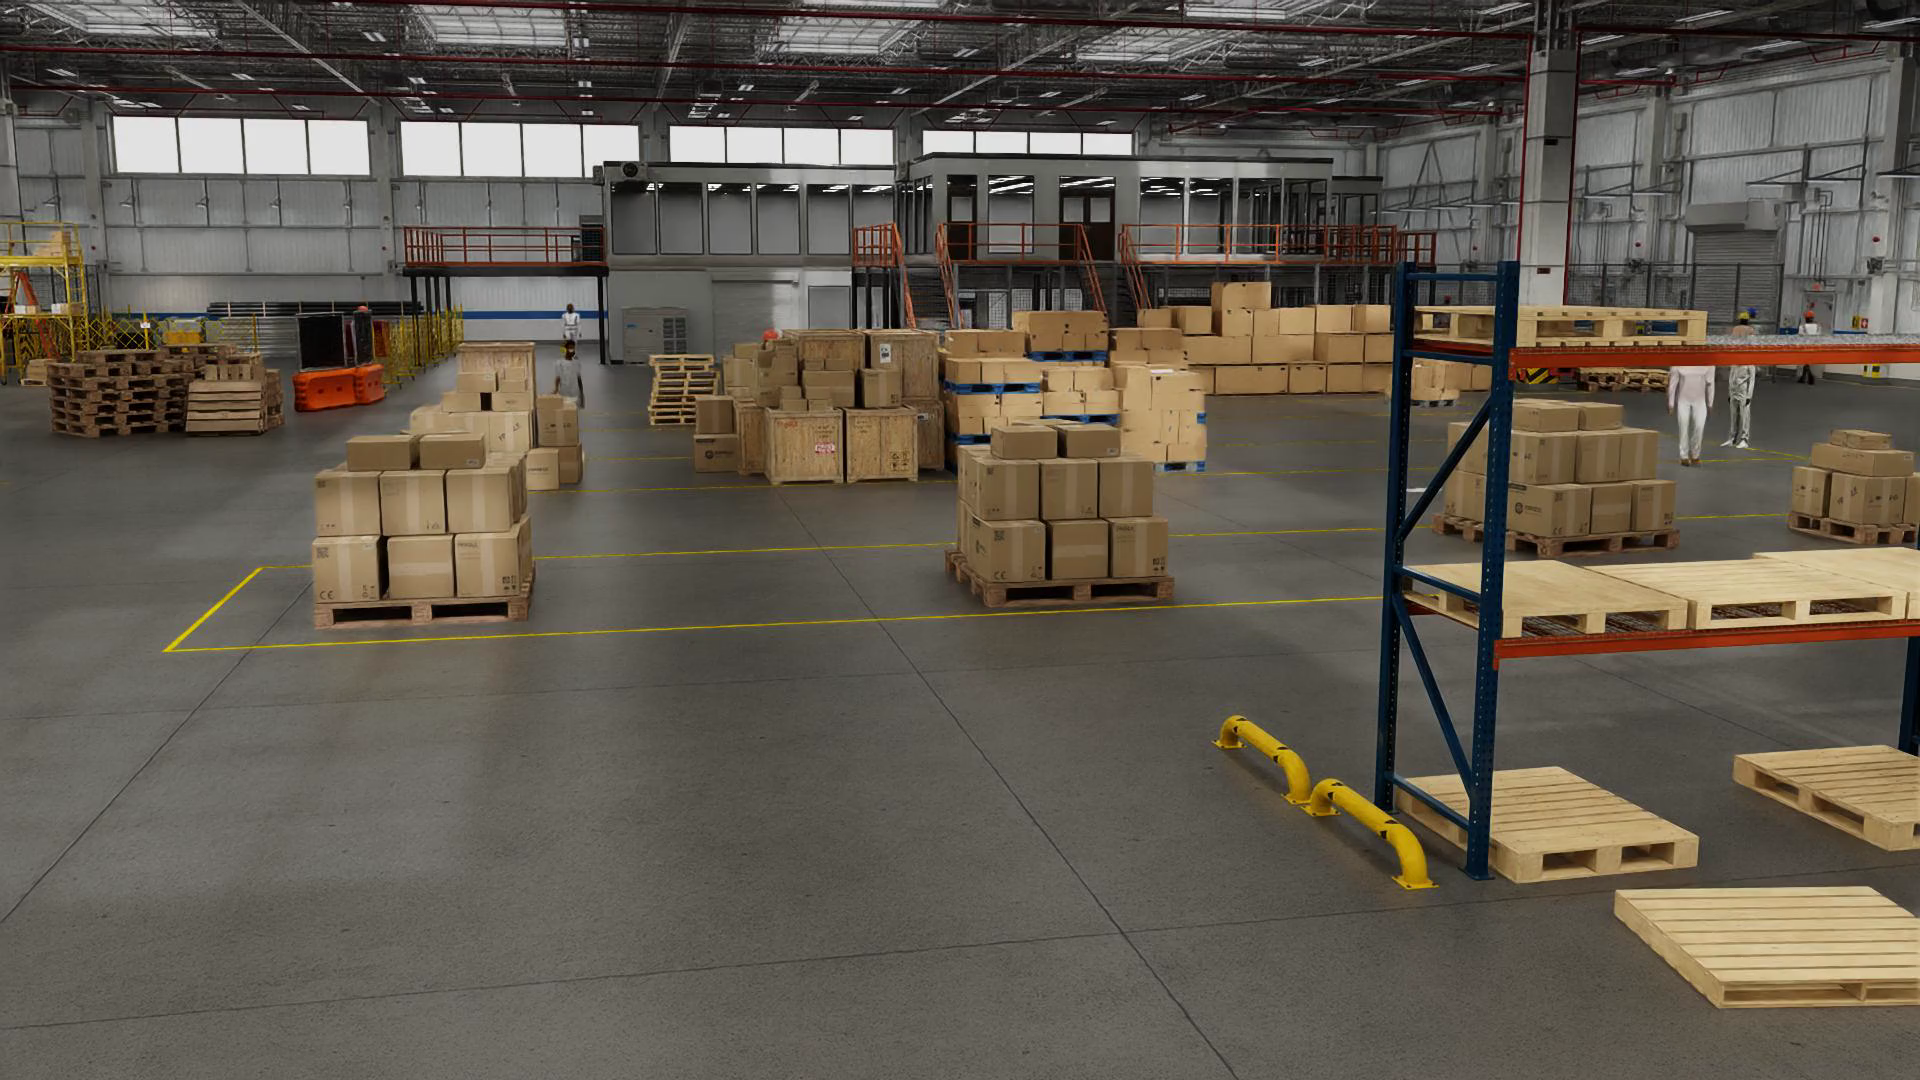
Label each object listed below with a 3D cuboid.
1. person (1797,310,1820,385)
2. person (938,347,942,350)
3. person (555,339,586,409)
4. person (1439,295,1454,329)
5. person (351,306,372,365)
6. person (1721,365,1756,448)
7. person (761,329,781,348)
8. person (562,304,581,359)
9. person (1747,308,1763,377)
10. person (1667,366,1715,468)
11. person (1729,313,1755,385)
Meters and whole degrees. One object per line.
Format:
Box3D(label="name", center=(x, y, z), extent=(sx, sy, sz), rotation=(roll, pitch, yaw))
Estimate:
Box3D(label="person", center=(21.828, -4.945, 42.757), extent=(0.550, 1.904, 0.901), rotation=(0, 9, 1))
Box3D(label="person", center=(-0.324, -2.293, 27.153), extent=(0.943, 1.707, 0.538), rotation=(-4, 10, -23))
Box3D(label="person", center=(-6.180, -2.266, 26.538), extent=(0.494, 1.857, 0.552), rotation=(6, 11, 32))
Box3D(label="person", center=(18.196, -8.149, 62.103), extent=(0.633, 1.959, 0.879), rotation=(-1, 9, -3))
Box3D(label="person", center=(-15.037, -4.886, 41.983), extent=(0.608, 2.034, 0.397), rotation=(3, 10, 15))
Box3D(label="person", center=(13.006, -2.404, 27.738), extent=(0.294, 1.744, 0.484), rotation=(-3, 10, -19))
Box3D(label="person", center=(-3.064, -2.444, 27.209), extent=(0.383, 1.993, 0.622), rotation=(0, 9, -3))
Box3D(label="person", center=(-12.500, -6.689, 53.568), extent=(0.591, 1.847, 0.956), rotation=(-1, 9, -8))
Box3D(label="person", center=(21.764, -5.438, 45.764), extent=(0.629, 1.898, 1.024), rotation=(0, 9, -2))
Box3D(label="person", center=(10.971, -2.039, 24.970), extent=(0.663, 1.914, 0.783), rotation=(3, 10, 20))
Box3D(label="person", center=(19.220, -4.625, 40.829), extent=(0.945, 1.880, 0.617), rotation=(-7, 12, -37))
